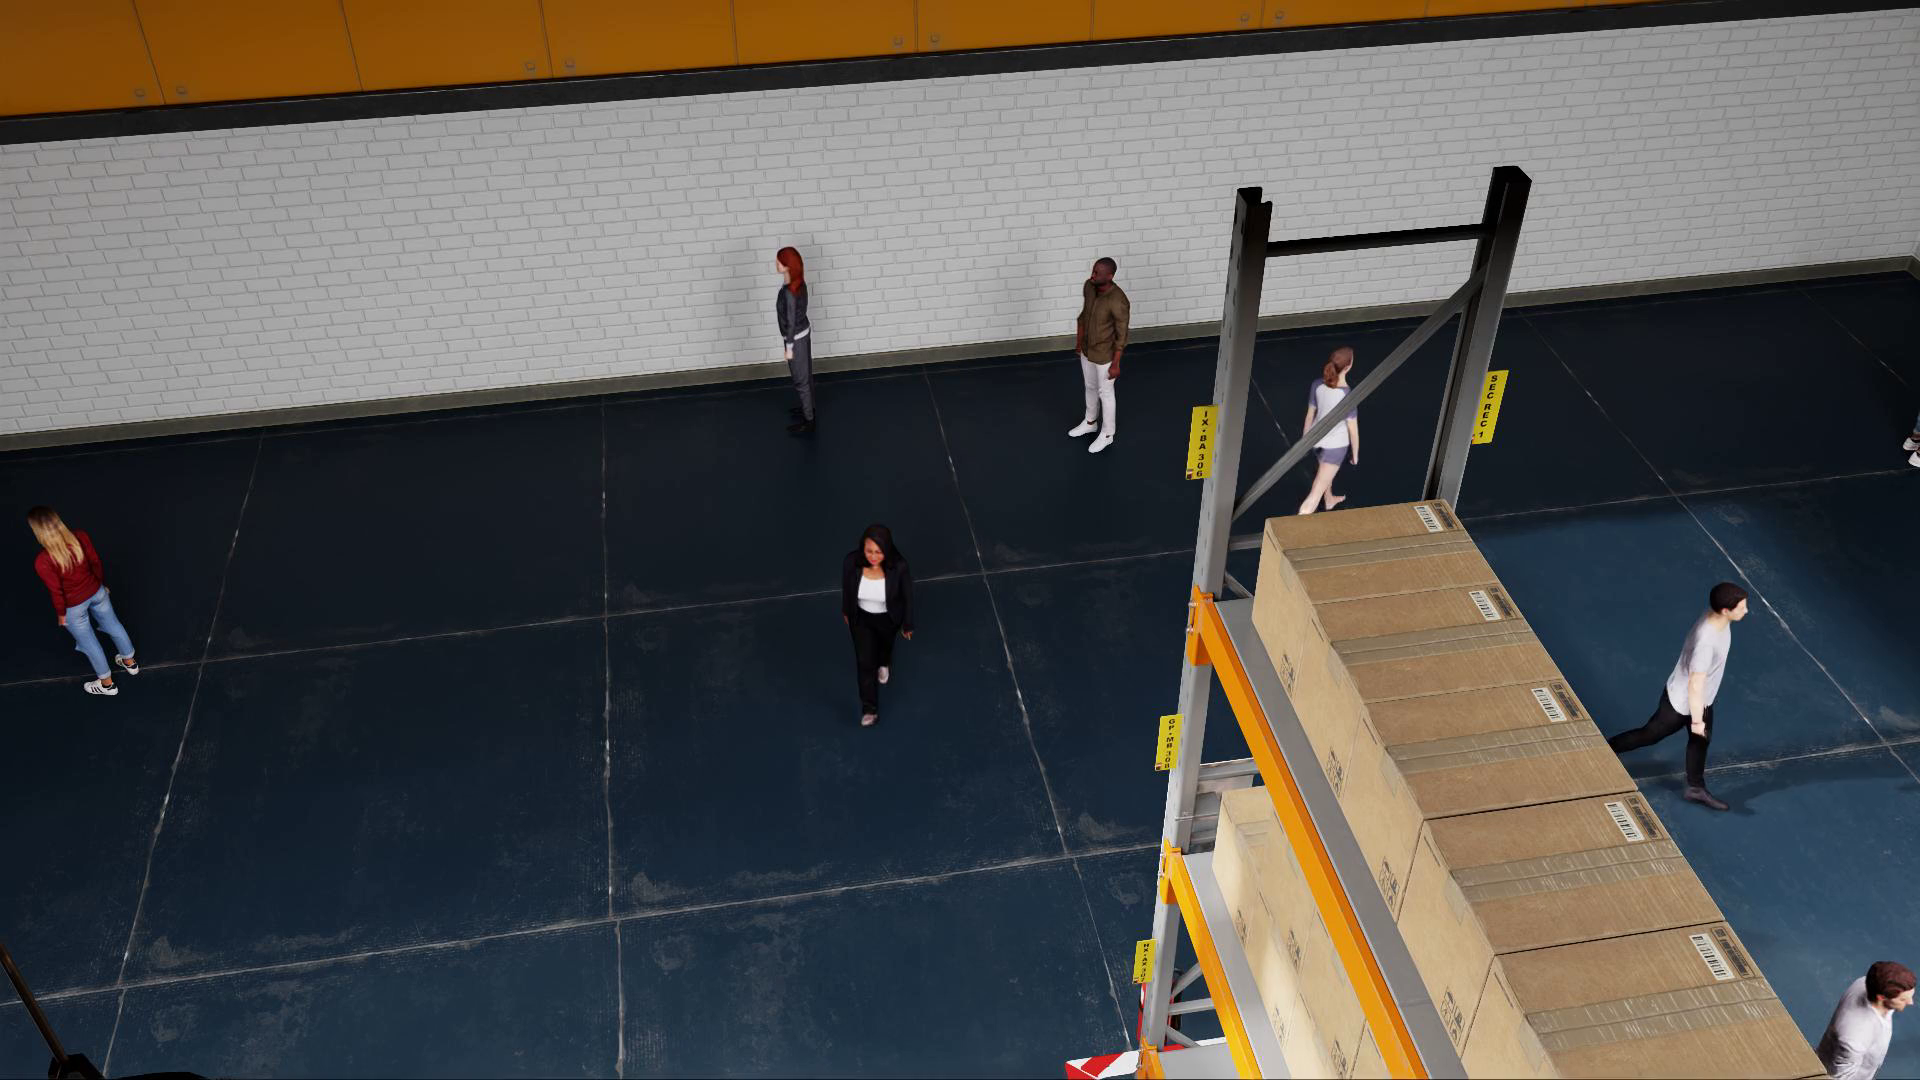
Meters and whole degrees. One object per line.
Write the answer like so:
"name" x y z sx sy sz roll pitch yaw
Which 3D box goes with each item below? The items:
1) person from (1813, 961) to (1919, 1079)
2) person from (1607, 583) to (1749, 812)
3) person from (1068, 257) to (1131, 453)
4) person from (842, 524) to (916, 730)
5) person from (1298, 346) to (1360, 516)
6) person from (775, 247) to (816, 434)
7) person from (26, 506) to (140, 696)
"person" 4.512 2.801 8.727 1.194 1.829 1.124 24 45 27
"person" 4.690 1.009 10.973 1.274 1.827 1.179 26 45 29
"person" 1.206 -1.619 14.265 0.863 1.825 0.682 -23 44 -26
"person" -0.582 0.489 11.831 0.762 1.569 1.105 -1 39 -2
"person" 2.872 -0.710 13.211 1.157 1.720 1.093 31 48 33
"person" -1.422 -1.749 14.468 0.651 1.776 0.470 -1 39 -1
"person" -6.278 0.412 11.873 0.747 1.637 0.644 15 41 18
